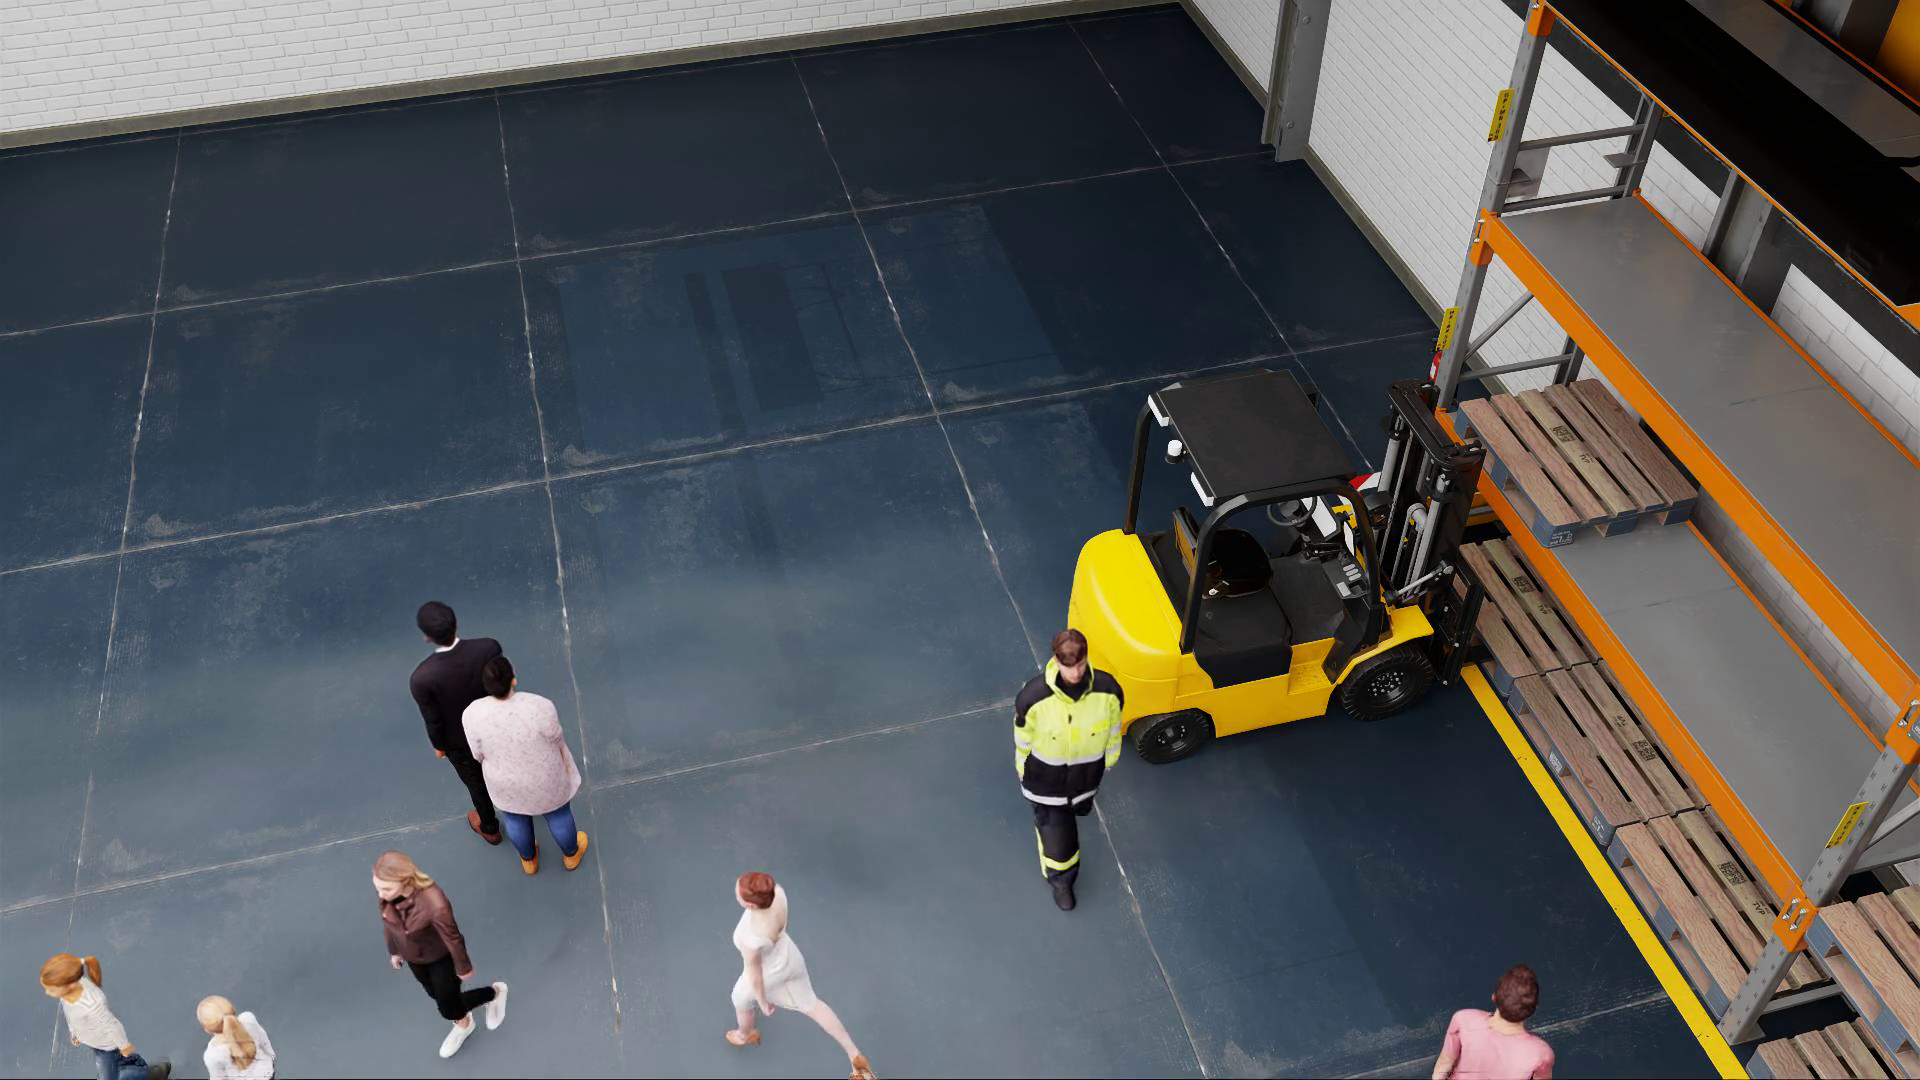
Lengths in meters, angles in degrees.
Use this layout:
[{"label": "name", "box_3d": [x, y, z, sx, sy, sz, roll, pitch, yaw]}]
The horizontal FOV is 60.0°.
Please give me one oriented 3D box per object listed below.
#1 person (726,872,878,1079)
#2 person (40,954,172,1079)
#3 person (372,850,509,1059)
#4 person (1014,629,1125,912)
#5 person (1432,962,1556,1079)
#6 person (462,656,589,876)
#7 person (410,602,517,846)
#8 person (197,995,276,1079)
[{"label": "person", "box_3d": [-0.845, 2.211, 8.350, 1.105, 1.753, 1.098, 18, 47, 18]}, {"label": "person", "box_3d": [-4.273, 2.460, 8.411, 0.590, 1.308, 0.650, 27, 50, 26]}, {"label": "person", "box_3d": [-2.666, 2.056, 8.558, 0.782, 1.689, 0.842, 20, 47, 20]}, {"label": "person", "box_3d": [0.575, 1.151, 9.312, 0.774, 1.960, 1.121, -9, 44, -9]}, {"label": "person", "box_3d": [2.370, 2.724, 7.701, 1.258, 1.906, 1.231, 27, 50, 25]}, {"label": "person", "box_3d": [-2.451, 1.274, 9.341, 0.737, 1.742, 0.685, -3, 44, -3]}, {"label": "person", "box_3d": [-2.774, 1.054, 9.471, 0.768, 1.882, 0.711, -28, 50, -27]}, {"label": "person", "box_3d": [-3.454, 2.683, 8.205, 0.750, 1.269, 0.699, 18, 46, 18]}]
